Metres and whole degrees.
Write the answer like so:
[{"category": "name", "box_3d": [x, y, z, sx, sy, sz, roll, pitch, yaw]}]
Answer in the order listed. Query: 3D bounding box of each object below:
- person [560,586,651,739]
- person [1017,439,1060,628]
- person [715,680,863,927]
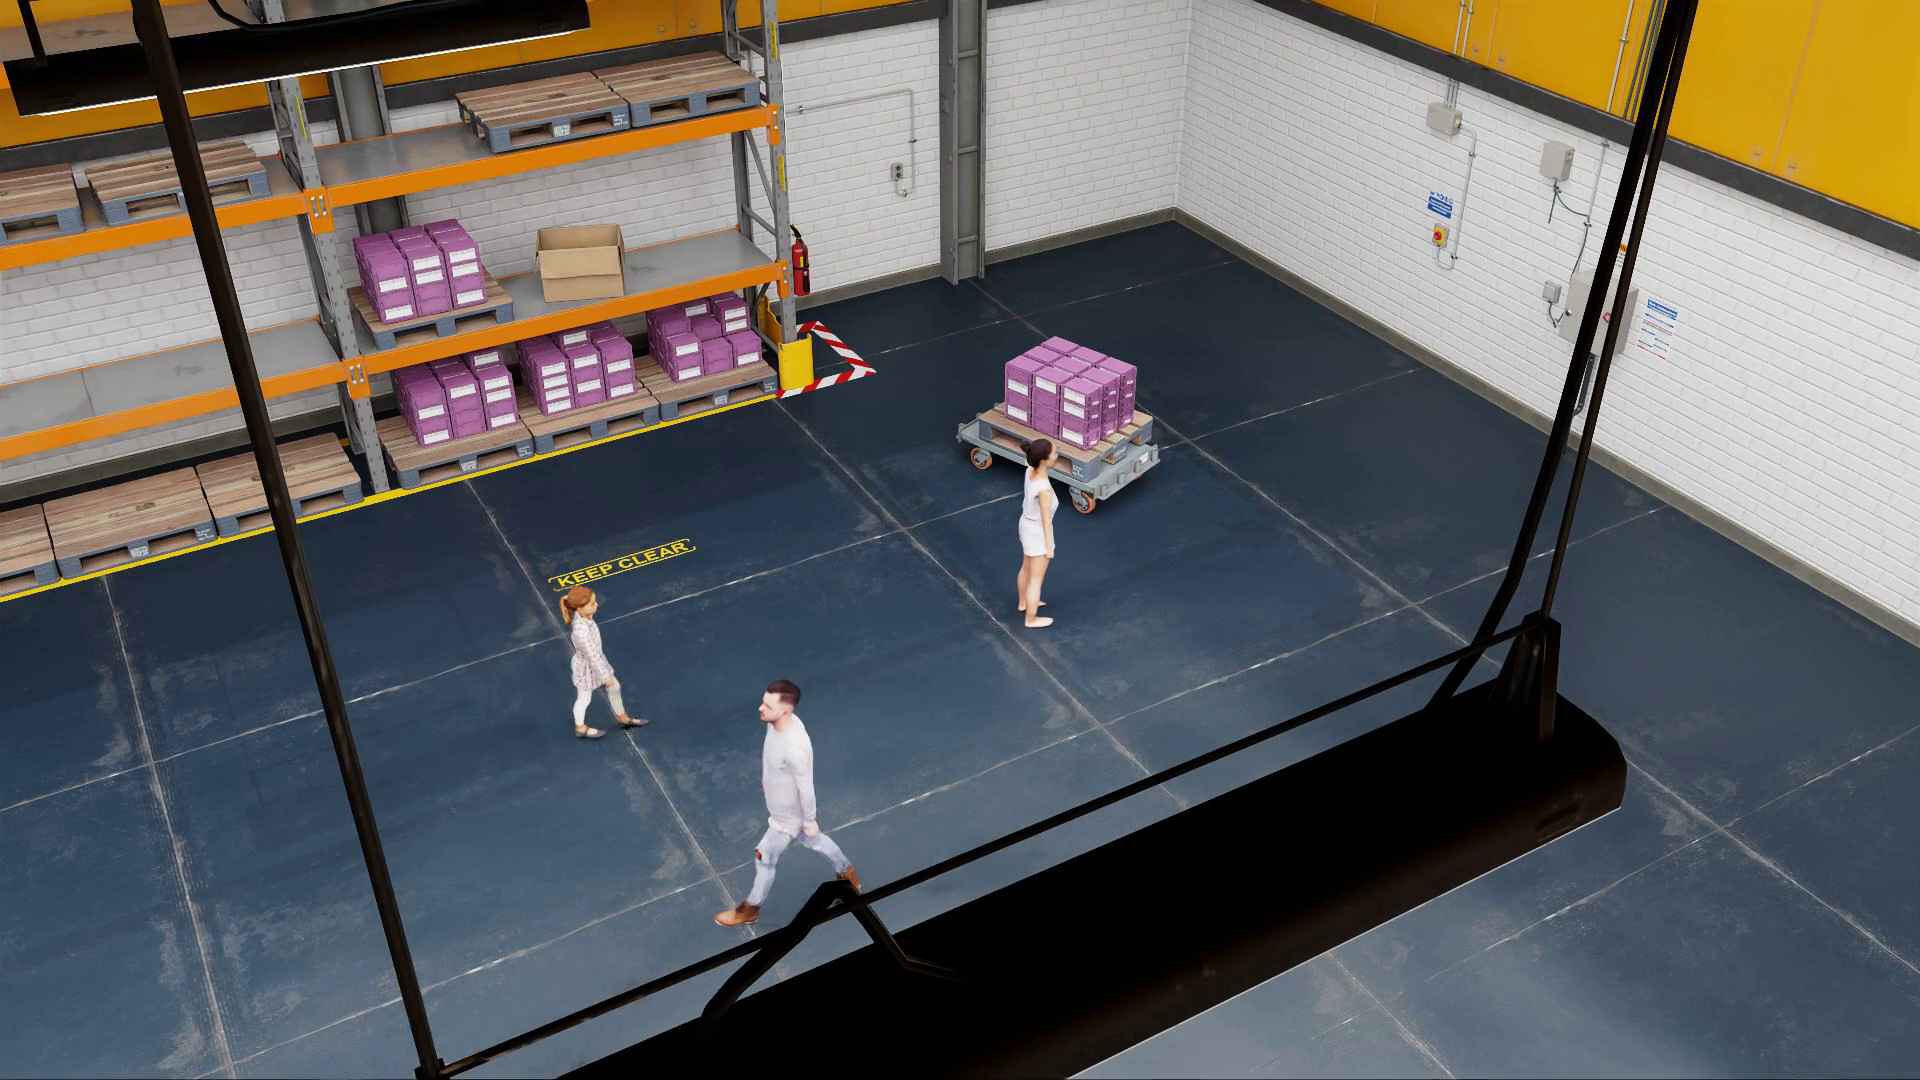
[{"category": "person", "box_3d": [-2.644, 0.877, 11.553, 0.846, 1.289, 0.727, 0, 34, 0]}, {"category": "person", "box_3d": [0.581, -0.065, 12.681, 0.587, 1.609, 0.604, -9, 35, -13]}, {"category": "person", "box_3d": [-0.953, 1.575, 10.047, 1.238, 1.794, 0.868, -10, 35, -15]}]
